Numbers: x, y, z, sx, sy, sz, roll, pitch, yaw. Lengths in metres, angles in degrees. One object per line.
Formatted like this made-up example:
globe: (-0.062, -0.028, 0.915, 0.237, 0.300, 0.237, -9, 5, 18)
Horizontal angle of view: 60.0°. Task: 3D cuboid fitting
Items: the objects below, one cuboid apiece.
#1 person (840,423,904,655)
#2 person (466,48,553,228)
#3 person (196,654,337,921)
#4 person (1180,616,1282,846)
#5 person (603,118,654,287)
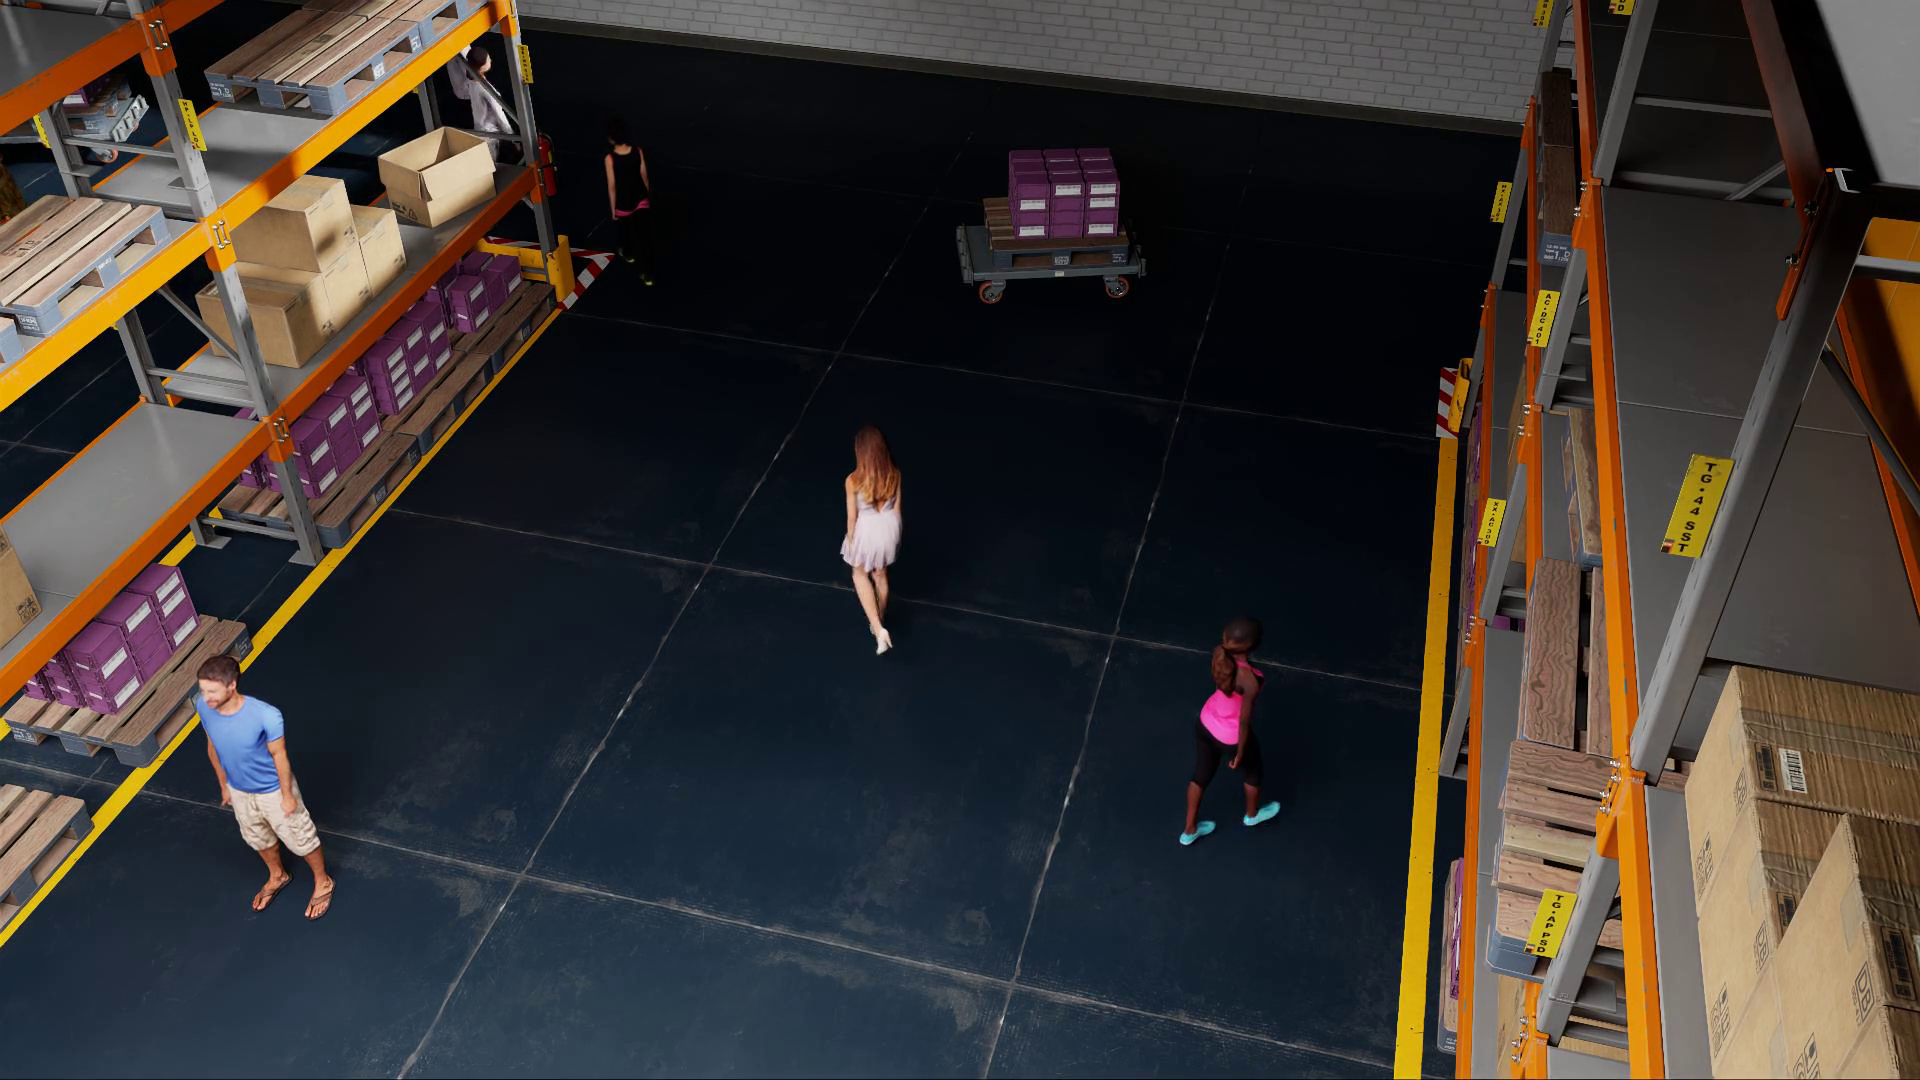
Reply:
person: (-0.527, 0.063, 10.888, 0.815, 1.755, 0.932, -11, 40, -14)
person: (-4.496, -3.712, 15.638, 1.116, 1.726, 1.058, -20, 43, -23)
person: (-3.871, 1.340, 9.202, 0.659, 1.864, 0.579, 7, 39, 8)
person: (1.455, 1.141, 9.581, 0.956, 1.701, 0.869, -24, 44, -27)
person: (-2.931, -2.993, 14.915, 0.985, 1.505, 1.041, -20, 43, -23)
